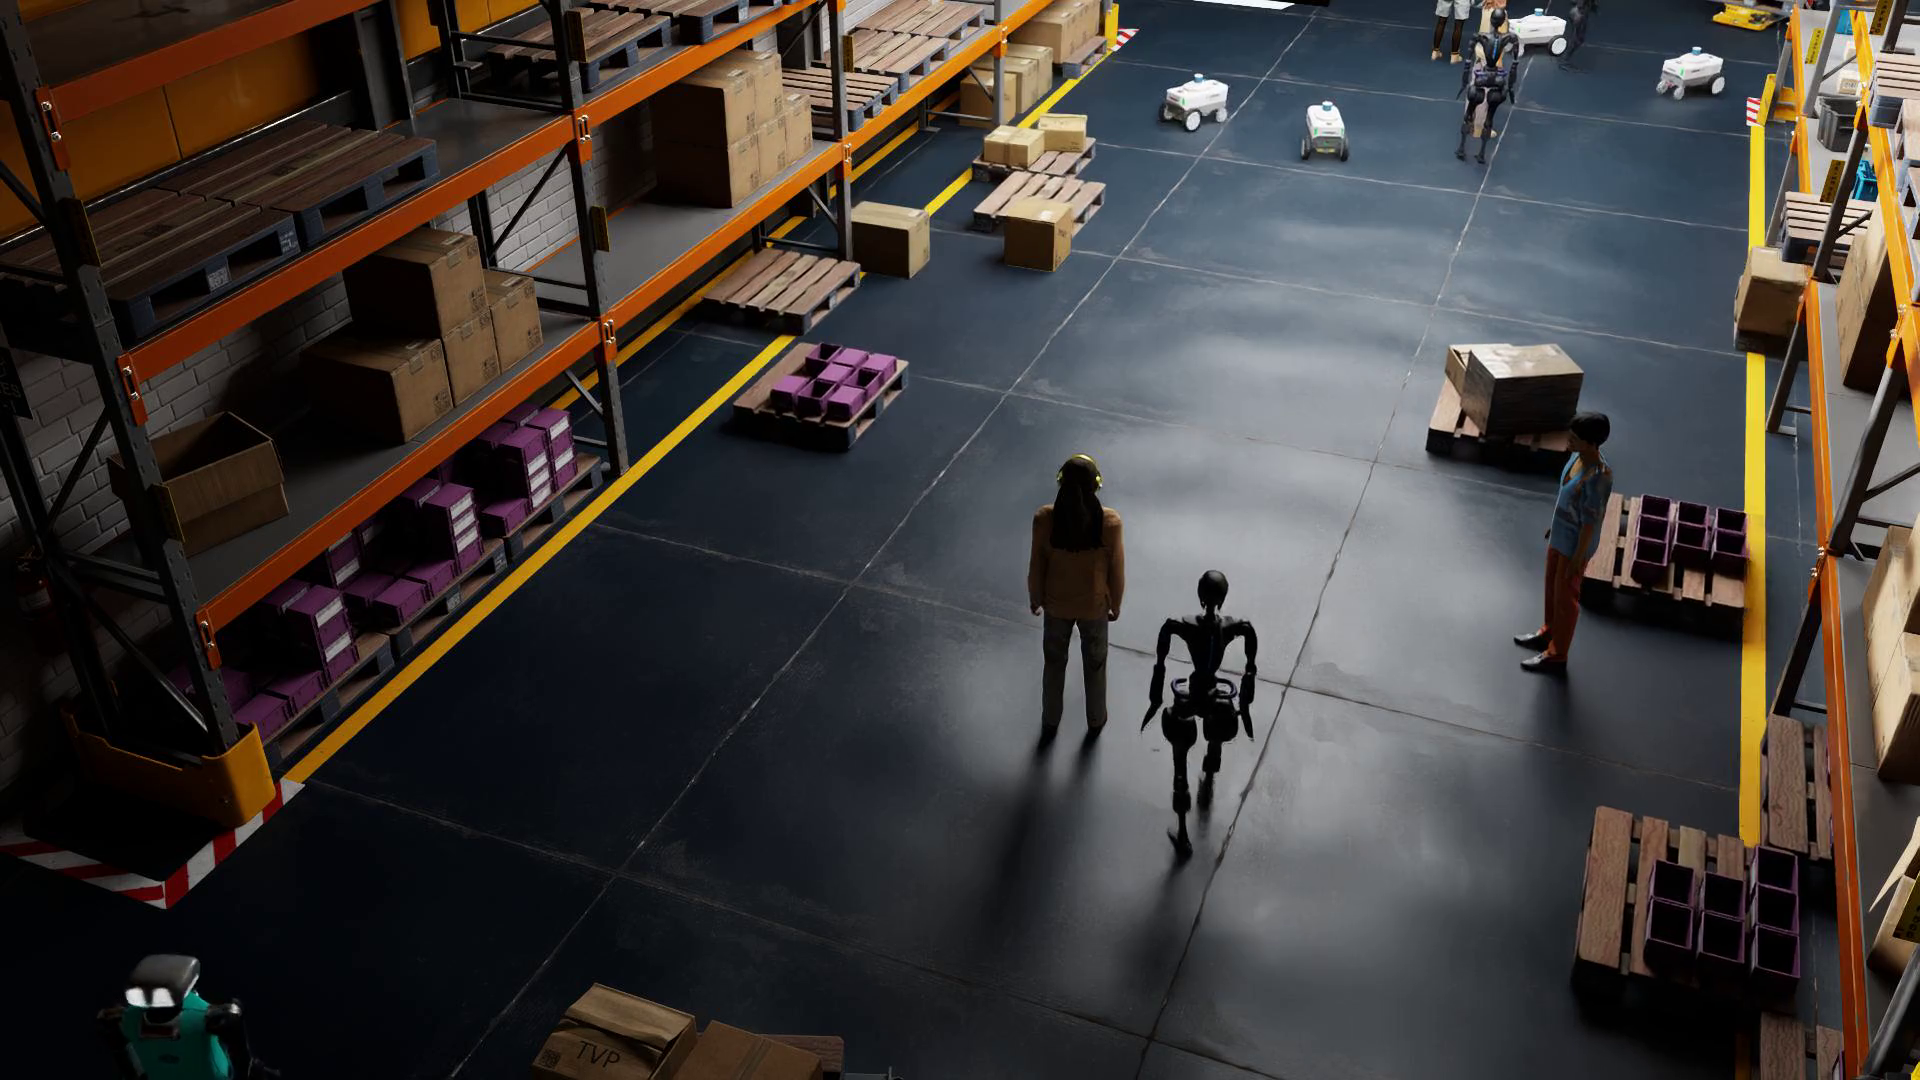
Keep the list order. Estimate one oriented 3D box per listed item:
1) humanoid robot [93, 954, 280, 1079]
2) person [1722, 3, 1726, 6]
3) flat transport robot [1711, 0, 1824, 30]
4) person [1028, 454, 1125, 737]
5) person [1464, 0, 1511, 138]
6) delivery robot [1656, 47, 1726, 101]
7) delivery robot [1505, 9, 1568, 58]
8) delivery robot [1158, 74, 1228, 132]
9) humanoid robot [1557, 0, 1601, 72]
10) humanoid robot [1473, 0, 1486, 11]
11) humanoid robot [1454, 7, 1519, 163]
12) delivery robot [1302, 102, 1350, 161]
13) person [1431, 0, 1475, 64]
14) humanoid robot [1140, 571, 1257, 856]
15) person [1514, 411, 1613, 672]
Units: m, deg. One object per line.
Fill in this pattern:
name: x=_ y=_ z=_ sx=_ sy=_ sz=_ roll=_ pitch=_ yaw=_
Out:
humanoid robot: x=-3.028 y=2.227 z=6.879 sx=0.552 sy=1.856 sz=0.828 roll=-3 pitch=33 yaw=-5
person: x=10.729 y=-8.364 z=23.193 sx=0.537 sy=1.718 sz=0.870 roll=-28 pitch=42 yaw=-36
flat transport robot: x=11.012 y=-7.290 z=22.874 sx=1.431 sy=0.231 sz=0.659 roll=-27 pitch=41 yaw=-35
person: x=0.666 y=0.351 z=9.571 sx=0.552 sy=1.877 sz=0.402 roll=4 pitch=33 yaw=5
person: x=5.918 y=-5.399 z=18.554 sx=0.306 sy=1.781 sz=0.462 roll=-7 pitch=33 yaw=-10
delivery robot: x=8.833 y=-5.631 z=20.057 sx=0.809 sy=0.611 sz=0.499 roll=-15 pitch=36 yaw=-22
delivery robot: x=7.420 y=-6.546 z=21.447 sx=0.774 sy=0.581 sz=0.499 roll=-8 pitch=34 yaw=-12
delivery robot: x=2.726 y=-5.058 z=19.144 sx=0.756 sy=0.580 sz=0.499 roll=-20 pitch=38 yaw=-27
humanoid robot: x=7.683 y=-6.619 z=20.564 sx=0.406 sy=1.651 sz=0.601 roll=22 pitch=39 yaw=30
humanoid robot: x=7.471 y=-8.097 z=22.777 sx=1.060 sy=1.709 sz=0.530 roll=-25 pitch=41 yaw=-34
humanoid robot: x=5.666 y=-4.895 z=17.861 sx=0.609 sy=1.647 sz=0.379 roll=4 pitch=33 yaw=6
delivery robot: x=4.016 y=-4.502 z=18.304 sx=0.499 sy=0.603 sz=0.794 roll=2 pitch=33 yaw=3
person: x=6.231 y=-6.849 z=20.878 sx=0.532 sy=1.693 sz=0.320 roll=25 pitch=40 yaw=33
humanoid robot: x=1.283 y=0.877 z=8.951 sx=0.610 sy=1.638 sz=0.642 roll=-1 pitch=33 yaw=-1
person: x=3.732 y=0.005 z=10.214 sx=0.339 sy=1.759 sz=0.499 roll=1 pitch=33 yaw=2
